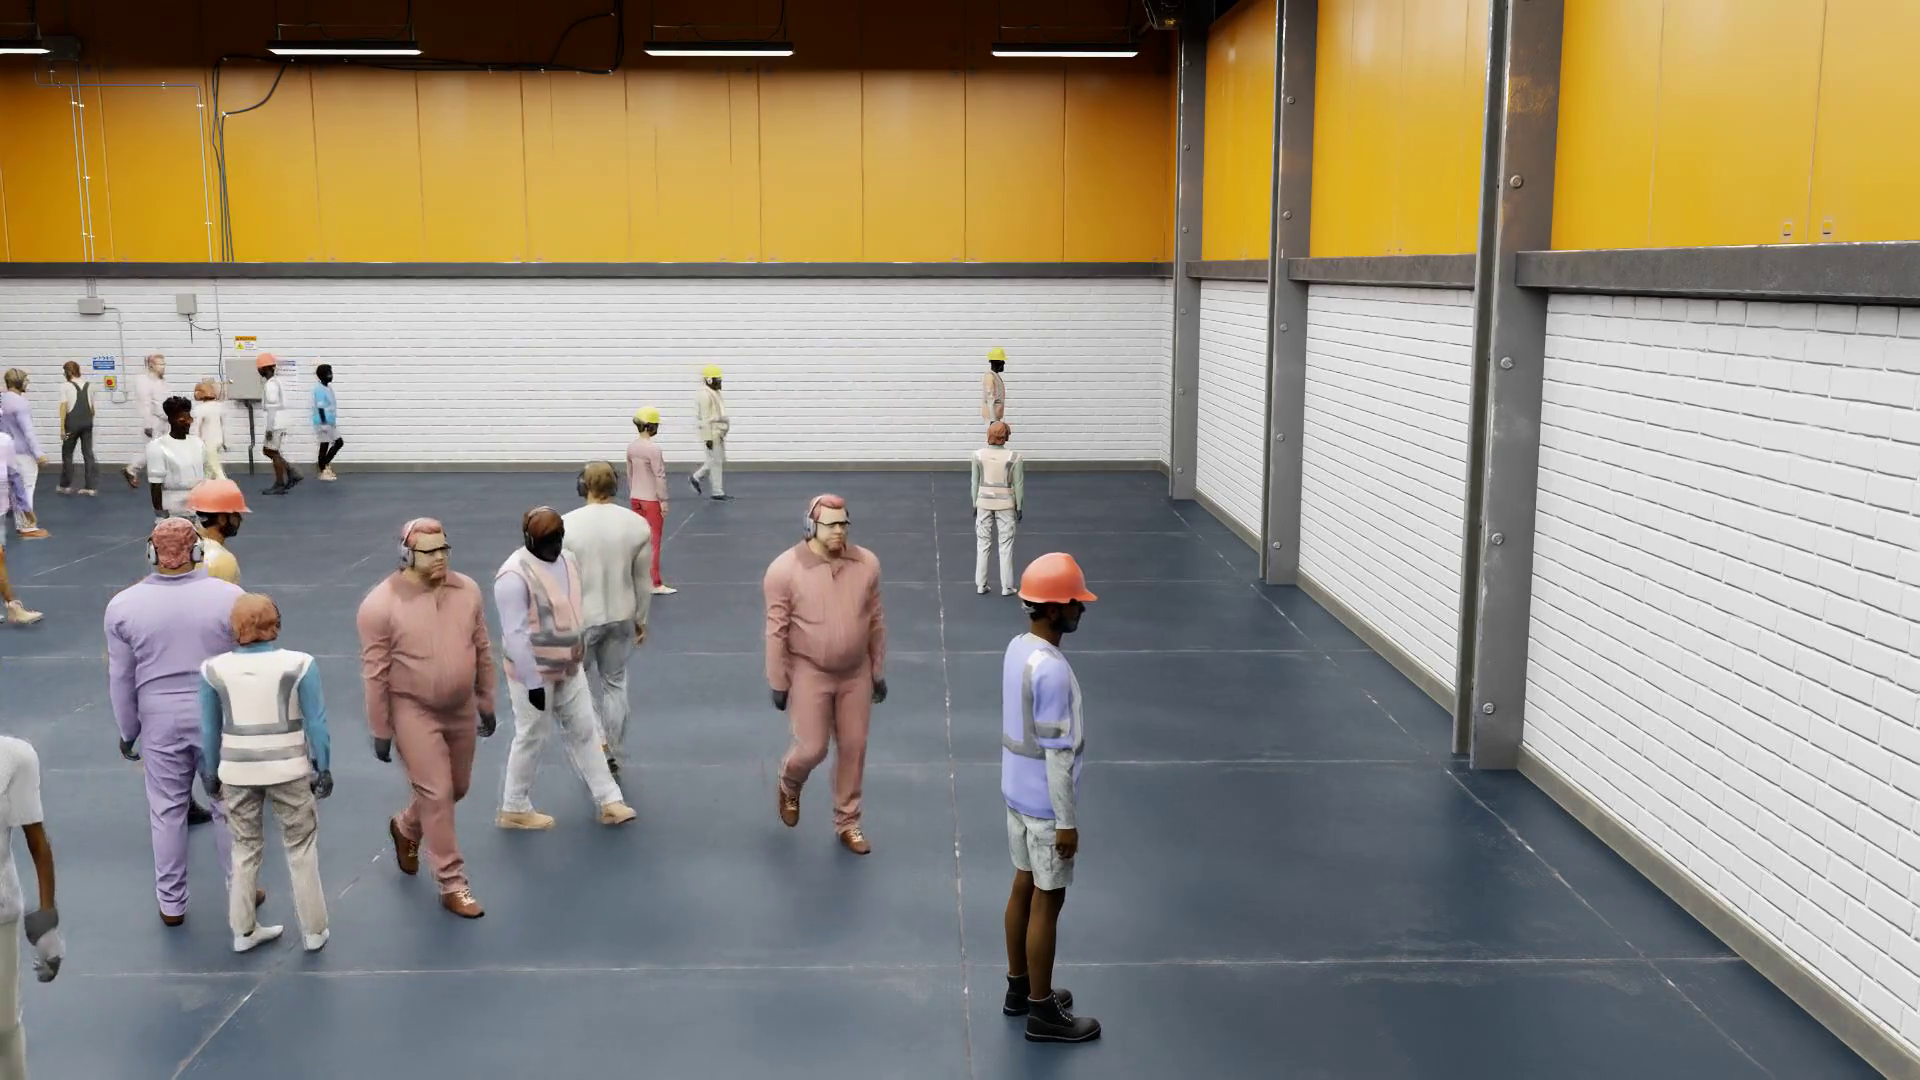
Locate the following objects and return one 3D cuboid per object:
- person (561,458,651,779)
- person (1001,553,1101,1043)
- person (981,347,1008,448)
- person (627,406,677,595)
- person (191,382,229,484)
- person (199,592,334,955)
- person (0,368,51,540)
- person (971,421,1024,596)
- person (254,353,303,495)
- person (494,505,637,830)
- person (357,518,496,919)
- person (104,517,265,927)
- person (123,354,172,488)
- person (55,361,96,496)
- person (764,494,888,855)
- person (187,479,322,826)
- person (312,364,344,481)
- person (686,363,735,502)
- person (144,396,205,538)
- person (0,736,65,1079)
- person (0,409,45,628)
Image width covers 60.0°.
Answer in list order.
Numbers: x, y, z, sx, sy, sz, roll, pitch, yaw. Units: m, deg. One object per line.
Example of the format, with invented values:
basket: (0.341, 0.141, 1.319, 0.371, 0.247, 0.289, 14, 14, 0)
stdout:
person: (-2.126, 0.480, 9.825, 0.658, 1.928, 0.425, -7, 11, -35)
person: (0.352, 1.006, 6.571, 0.361, 1.938, 0.545, -3, 10, -16)
person: (0.495, -1.765, 23.591, 0.370, 1.928, 0.585, 1, 9, 6)
person: (-2.901, -0.368, 15.524, 0.524, 1.769, 0.309, 9, 13, 43)
person: (-9.625, -1.205, 21.137, 0.801, 1.592, 0.523, 2, 9, 13)
person: (-3.047, 1.038, 7.325, 0.543, 1.625, 0.332, -1, 9, -8)
person: (-10.507, -0.962, 18.650, 0.629, 1.935, 0.411, 9, 13, 43)
person: (0.342, -0.290, 15.465, 0.509, 1.629, 0.314, 3, 10, 16)
person: (-9.201, -1.549, 22.307, 0.439, 1.922, 0.543, -3, 10, -17)
person: (-2.143, 0.700, 8.894, 0.781, 1.793, 0.690, 4, 10, 21)
person: (-2.554, 0.808, 7.982, 0.851, 1.879, 0.651, 7, 12, 38)
person: (-3.565, 0.838, 7.717, 0.638, 1.902, 0.407, -3, 10, -19)
person: (-11.065, -1.609, 22.791, 0.704, 1.885, 0.647, 1, 9, 6)
person: (-11.892, -1.489, 22.334, 0.823, 1.786, 0.580, 6, 11, 34)
person: (-0.709, 0.684, 8.713, 0.651, 1.892, 0.557, -5, 10, -28)
person: (-4.003, 0.606, 9.187, 0.551, 1.889, 0.950, 7, 11, 36)
person: (-9.031, -1.671, 23.734, 0.373, 1.681, 0.554, -1, 9, -5)
person: (-3.267, -1.392, 21.652, 0.585, 1.816, 0.598, 1, 9, 7)
person: (-6.651, -0.258, 14.232, 0.362, 1.963, 0.613, 3, 10, 18)
person: (-3.152, 1.268, 5.269, 0.535, 1.833, 0.883, -4, 10, -24)
person: (-8.092, -0.252, 14.053, 0.939, 2.007, 0.631, 2, 10, 13)
